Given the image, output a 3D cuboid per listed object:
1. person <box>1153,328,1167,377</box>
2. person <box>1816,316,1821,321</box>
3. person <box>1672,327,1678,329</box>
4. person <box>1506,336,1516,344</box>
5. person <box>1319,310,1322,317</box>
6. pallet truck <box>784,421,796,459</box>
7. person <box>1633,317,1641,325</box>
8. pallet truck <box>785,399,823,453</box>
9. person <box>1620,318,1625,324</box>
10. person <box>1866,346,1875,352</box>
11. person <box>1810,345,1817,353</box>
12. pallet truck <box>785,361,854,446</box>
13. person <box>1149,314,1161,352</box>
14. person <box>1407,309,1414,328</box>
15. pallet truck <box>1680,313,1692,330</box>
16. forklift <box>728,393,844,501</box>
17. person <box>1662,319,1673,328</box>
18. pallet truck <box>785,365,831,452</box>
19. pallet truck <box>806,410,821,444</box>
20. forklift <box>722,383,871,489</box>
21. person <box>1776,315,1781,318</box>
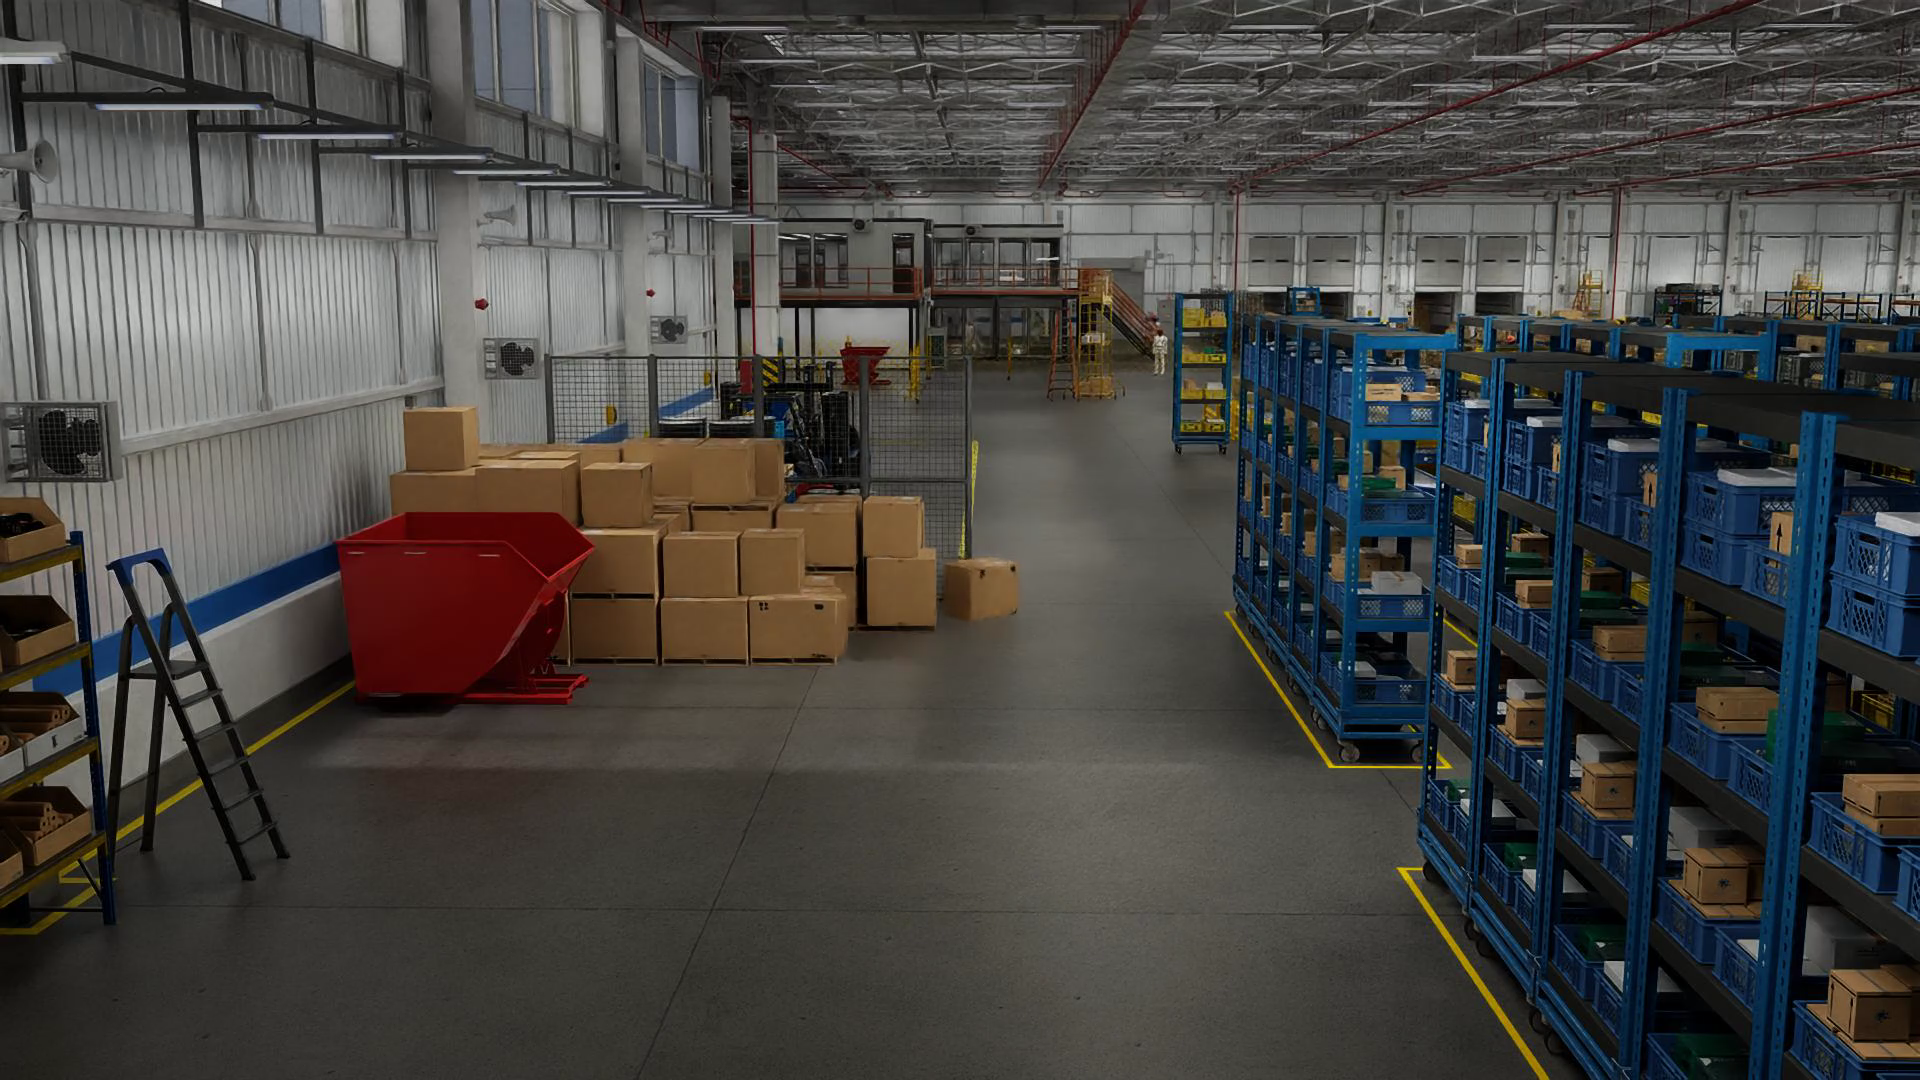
[{"bbox_3d":[7.736,-7.267,64.446,0.573,1.887,0.356,5,10,28],"label":"person"},{"bbox_3d":[41.244,-9.782,79.911,0.391,1.911,0.584,-1,9,-6],"label":"person"},{"bbox_3d":[27.131,-7.111,63.014,0.998,2.000,0.681,6,11,34],"label":"person"},{"bbox_3d":[17.531,-5.479,52.961,0.383,2.036,0.605,3,10,17],"label":"person"},{"bbox_3d":[19.850,-11.680,91.525,0.637,1.933,0.537,-8,12,-40],"label":"person"},{"bbox_3d":[-4.013,-1.793,32.705,1.601,1.201,0.680,0,9,1],"label":"pallet truck"},{"bbox_3d":[32.857,-9.902,80.731,1.060,1.880,0.639,6,11,34],"label":"person"},{"bbox_3d":[-3.814,-2.432,36.419,1.630,1.274,0.653,0,9,1],"label":"pallet truck"},{"bbox_3d":[30.849,-9.419,77.632,0.586,1.920,0.398,8,12,41],"label":"person"},{"bbox_3d":[28.003,-5.092,51.311,0.615,1.788,0.871,1,9,4],"label":"person"},{"bbox_3d":[27.979,-5.571,54.611,0.546,1.680,0.430,1,9,4],"label":"person"},{"bbox_3d":[-3.410,-3.193,38.978,1.885,1.965,0.823,0,9,-1],"label":"pallet truck"},{"bbox_3d":[9.742,-10.311,83.111,0.563,1.923,0.457,-1,9,-4],"label":"person"},{"bbox_3d":[25.605,-12.185,94.692,0.394,1.921,0.584,7,11,35],"label":"person"},{"bbox_3d":[36.315,-10.531,84.244,0.823,1.965,1.885,-6,11,-33],"label":"pallet truck"},{"bbox_3d":[-2.979,-1.316,26.476,2.680,1.987,1.157,0,9,1],"label":"forklift"},{"bbox_3d":[32.766,-9.308,77.087,0.517,1.874,0.328,1,9,5],"label":"person"},{"bbox_3d":[-3.774,-2.976,37.635,1.885,1.965,0.823,1,9,5],"label":"pallet truck"},{"bbox_3d":[-3.559,-2.018,33.905,1.522,1.261,0.704,0,9,-1],"label":"pallet truck"},{"bbox_3d":[-2.893,-1.687,28.729,2.680,1.987,1.157,0,9,-1],"label":"forklift"},{"bbox_3d":[39.791,-9.958,80.908,0.520,1.927,0.662,-5,10,-27],"label":"person"}]
